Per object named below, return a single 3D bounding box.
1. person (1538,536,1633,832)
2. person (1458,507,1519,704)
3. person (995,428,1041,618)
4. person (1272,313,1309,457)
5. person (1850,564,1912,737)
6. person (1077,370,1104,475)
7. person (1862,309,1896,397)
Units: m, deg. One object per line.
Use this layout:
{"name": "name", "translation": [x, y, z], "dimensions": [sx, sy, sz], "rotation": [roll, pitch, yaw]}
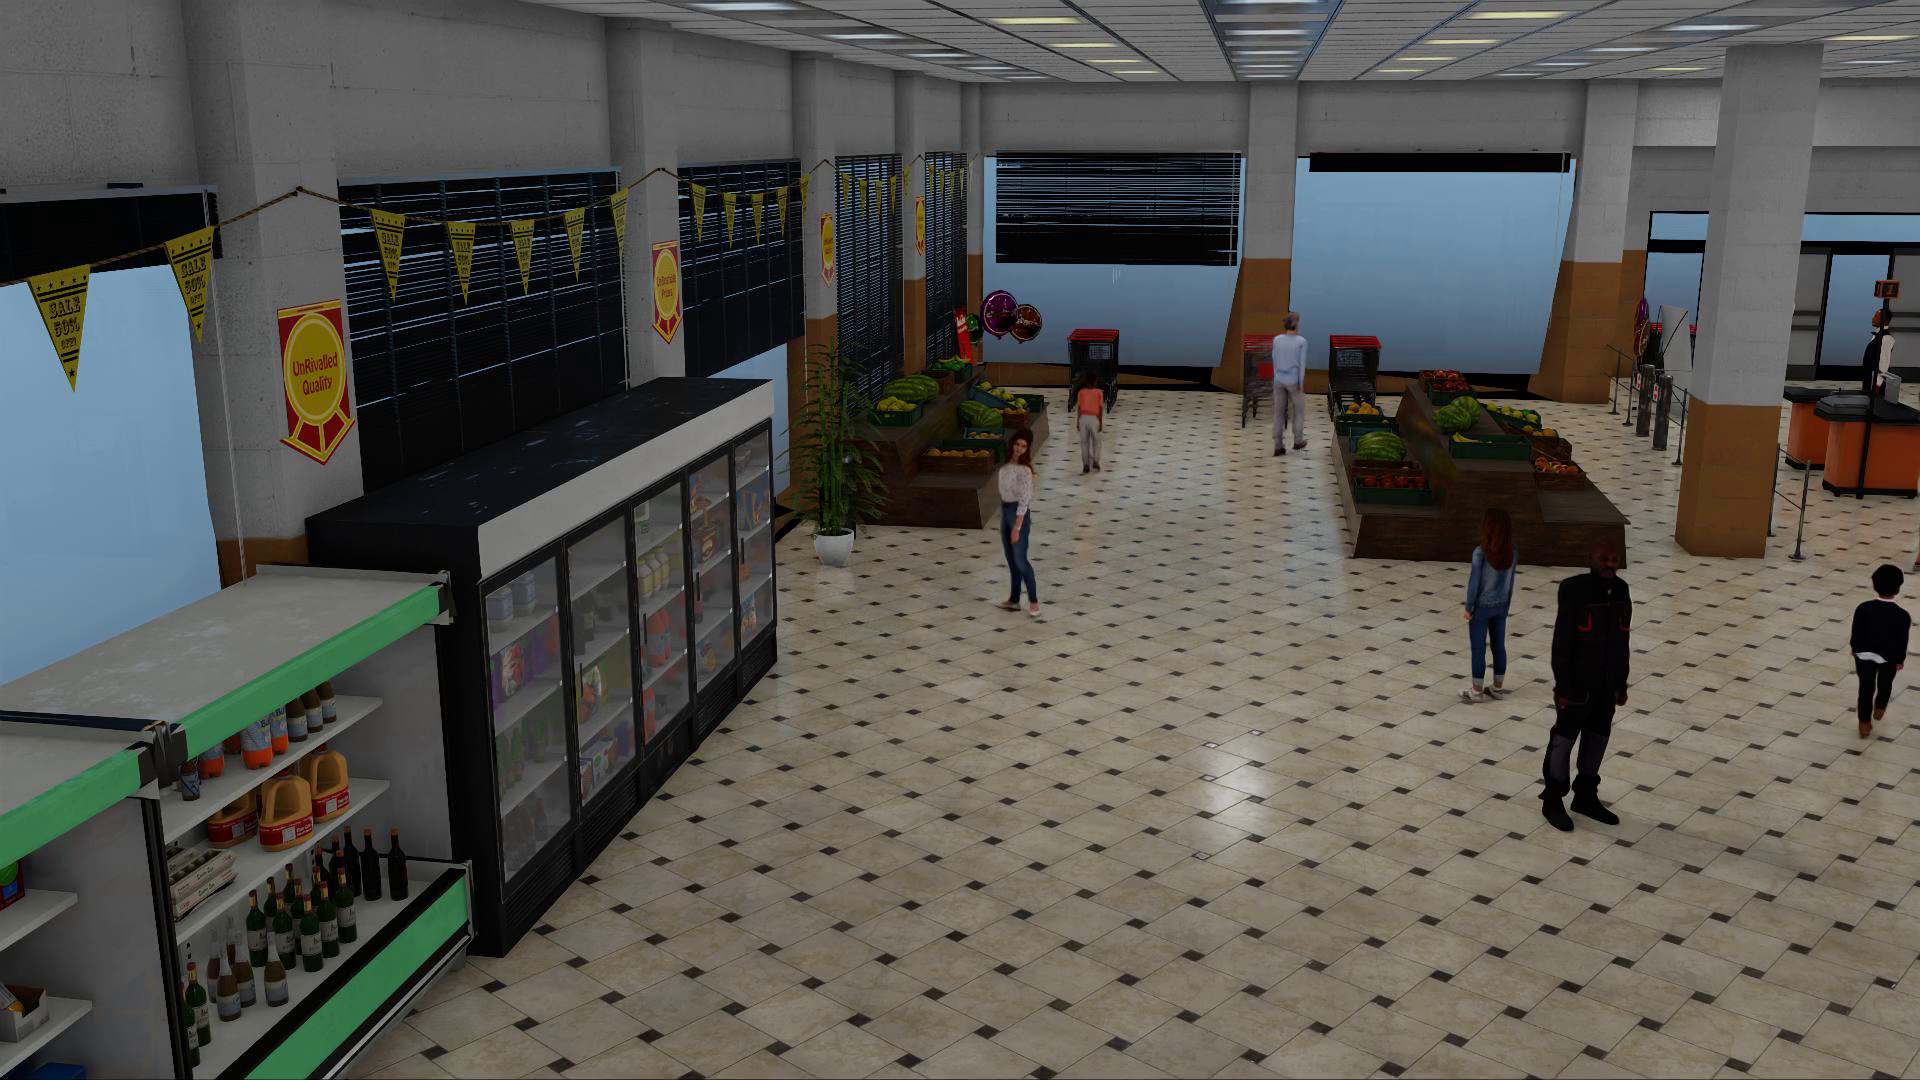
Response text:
{"name": "person", "translation": [3.850, 0.842, 10.215], "dimensions": [0.790, 1.820, 0.780], "rotation": [-4, 14, -18]}
{"name": "person", "translation": [3.966, 0.484, 12.424], "dimensions": [0.635, 1.475, 0.652], "rotation": [-6, 15, -22]}
{"name": "person", "translation": [0.486, -0.187, 14.733], "dimensions": [0.863, 1.691, 0.718], "rotation": [-1, 14, -6]}
{"name": "person", "translation": [4.307, -2.048, 22.026], "dimensions": [0.834, 1.870, 1.043], "rotation": [7, 15, 28]}
{"name": "person", "translation": [6.464, 0.797, 11.718], "dimensions": [0.687, 1.200, 0.873], "rotation": [8, 16, 31]}
{"name": "person", "translation": [1.620, -1.468, 20.849], "dimensions": [0.479, 1.299, 0.536], "rotation": [2, 14, 9]}
{"name": "person", "translation": [12.305, -2.146, 22.327], "dimensions": [0.760, 1.919, 0.541], "rotation": [4, 14, 15]}
